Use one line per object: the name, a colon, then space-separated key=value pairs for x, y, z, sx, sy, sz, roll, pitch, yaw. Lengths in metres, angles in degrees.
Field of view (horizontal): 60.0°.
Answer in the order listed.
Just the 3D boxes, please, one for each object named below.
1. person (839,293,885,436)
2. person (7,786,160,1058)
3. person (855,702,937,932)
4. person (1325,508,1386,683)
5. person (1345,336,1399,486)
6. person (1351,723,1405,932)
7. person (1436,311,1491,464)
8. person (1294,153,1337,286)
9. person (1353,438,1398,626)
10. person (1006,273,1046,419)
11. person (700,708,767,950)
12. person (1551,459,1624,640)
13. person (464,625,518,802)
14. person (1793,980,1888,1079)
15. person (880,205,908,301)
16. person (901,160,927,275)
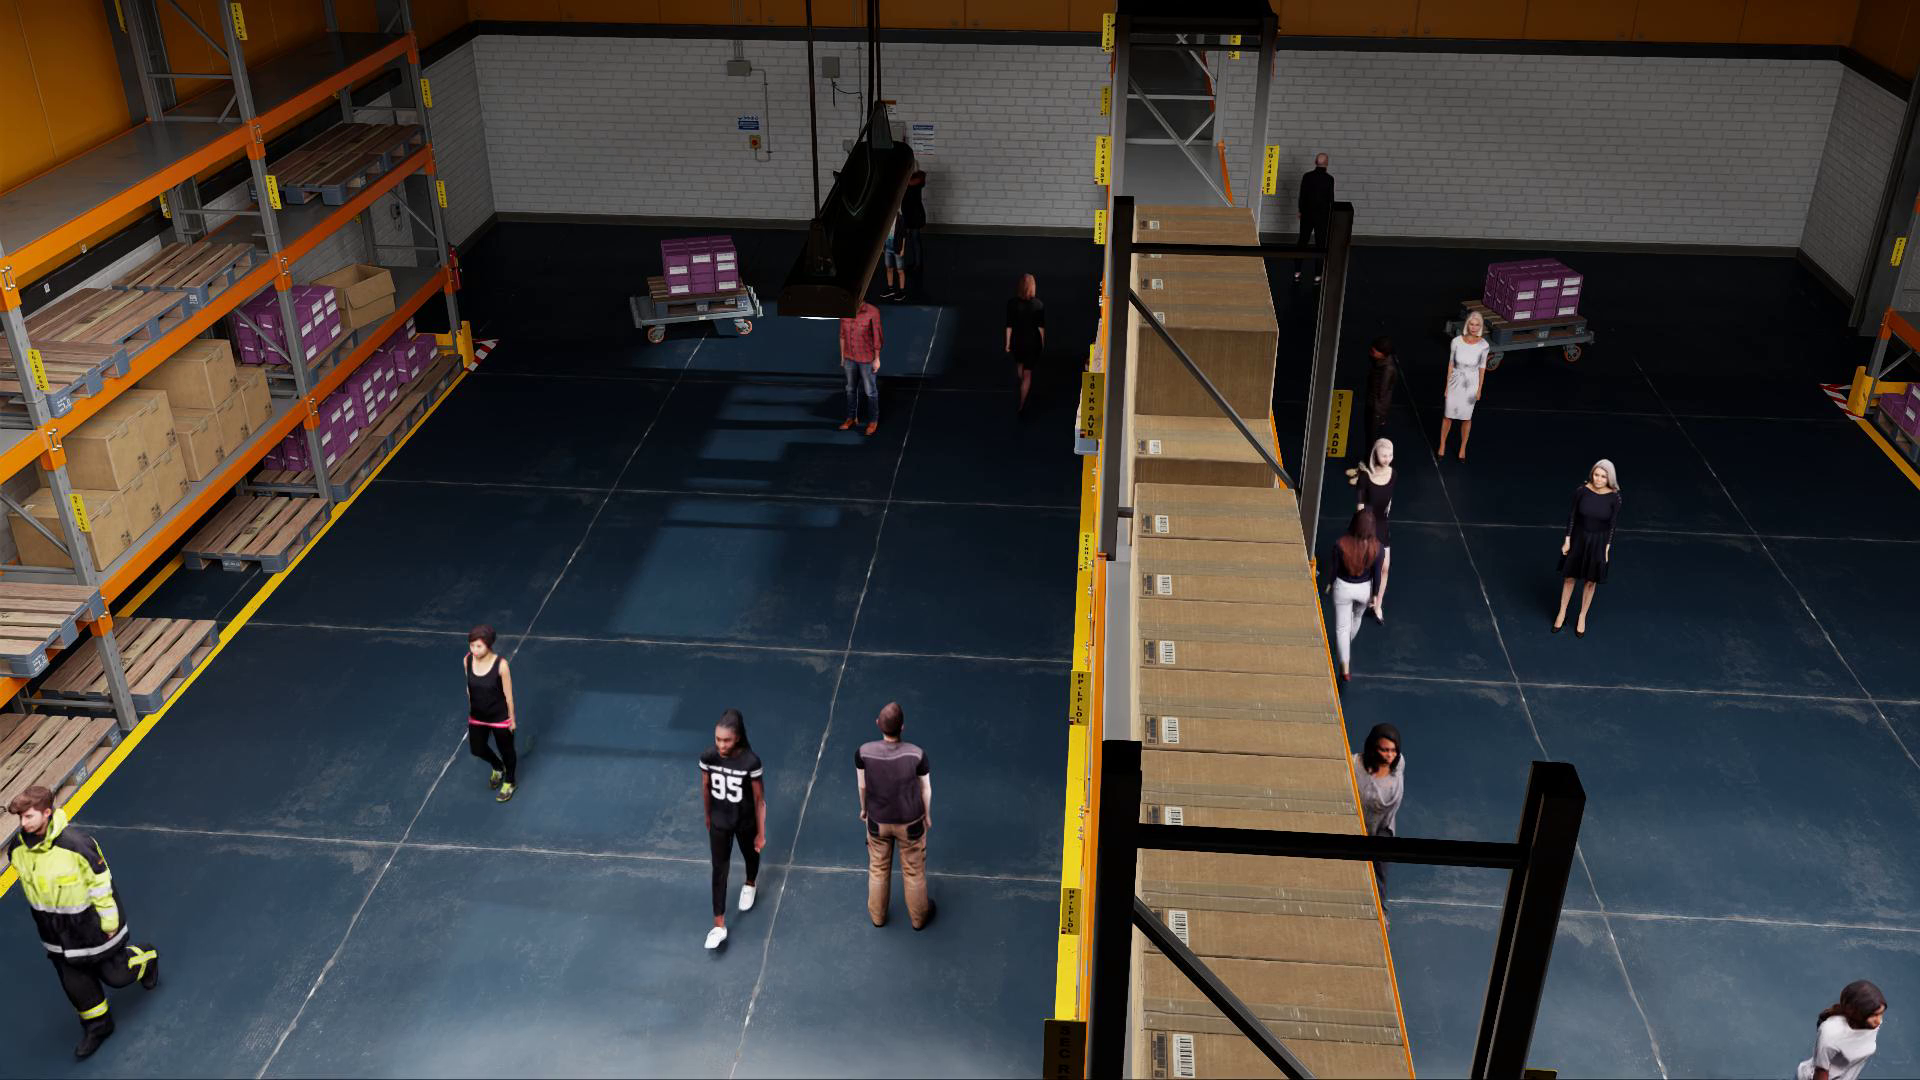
person: x=-1.125 y=-2.099 z=18.869 sx=0.750 sy=1.830 sz=0.691 roll=13 pitch=31 yaw=23
person: x=-5.569 y=2.331 z=10.604 sx=0.763 sy=1.968 sz=0.971 roll=2 pitch=29 yaw=4
person: x=-0.452 y=1.910 z=11.507 sx=0.692 sy=1.842 sz=0.600 roll=5 pitch=29 yaw=9
person: x=3.393 y=0.488 z=14.393 sx=0.608 sy=1.575 sz=1.057 roll=2 pitch=29 yaw=3
person: x=4.469 y=-1.396 z=17.760 sx=0.654 sy=1.660 sz=0.598 roll=16 pitch=32 yaw=27
person: x=2.850 y=1.911 z=11.787 sx=0.758 sy=1.572 sz=1.076 roll=-3 pitch=29 yaw=-6
person: x=5.500 y=-1.689 z=18.204 sx=0.604 sy=1.749 sz=0.573 roll=8 pitch=30 yaw=15
person: x=4.969 y=-4.500 z=23.267 sx=0.757 sy=1.834 sz=0.737 roll=15 pitch=32 yaw=26
person: x=3.713 y=-0.148 z=15.315 sx=0.745 sy=1.810 sz=0.897 roll=-8 pitch=30 yaw=-14
person: x=0.754 y=-2.209 z=19.257 sx=0.635 sy=1.652 sz=1.096 roll=4 pitch=29 yaw=8
person: x=-1.545 y=1.912 z=11.652 sx=0.678 sy=1.702 sz=1.047 roll=5 pitch=29 yaw=8
person: x=5.651 y=0.069 z=14.982 sx=0.678 sy=1.747 sz=0.683 roll=14 pitch=31 yaw=23
person: x=-3.608 y=1.293 z=12.947 sx=0.588 sy=1.546 sz=0.600 roll=7 pitch=29 yaw=13
person: x=4.861 y=3.092 z=9.489 sx=0.803 sy=1.701 sz=0.856 roll=-12 pitch=31 yaw=-21
person: x=-0.899 y=-4.022 z=22.792 sx=0.619 sy=1.450 sz=0.648 roll=18 pitch=33 yaw=30
person: x=-0.644 y=-4.611 z=23.681 sx=0.673 sy=1.633 sz=0.525 roll=1 pitch=29 yaw=2
